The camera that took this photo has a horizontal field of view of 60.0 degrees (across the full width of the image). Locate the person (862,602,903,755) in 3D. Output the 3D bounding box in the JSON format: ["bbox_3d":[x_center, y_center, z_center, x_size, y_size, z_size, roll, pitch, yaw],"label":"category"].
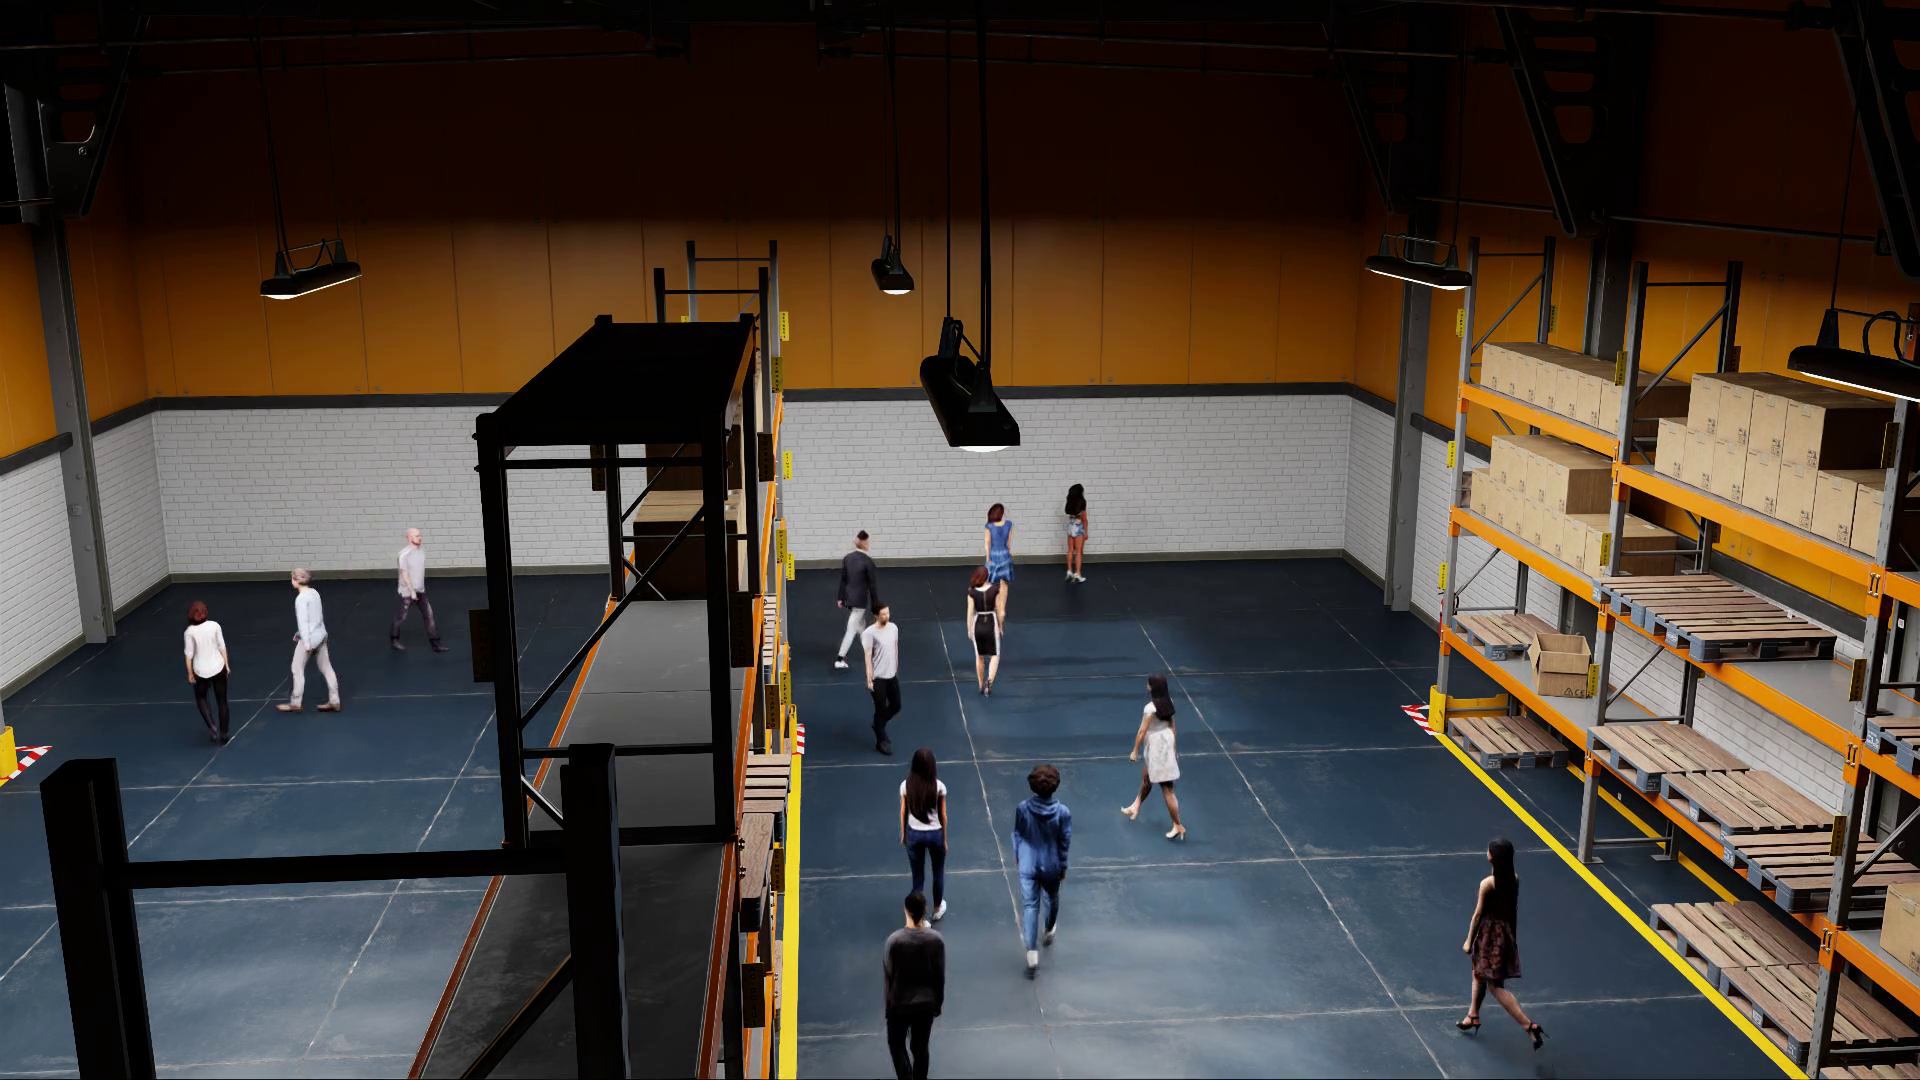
[{"bbox_3d":[-0.979,1.604,19.680,0.833,1.848,0.890,-12,18,-40],"label":"person"}]

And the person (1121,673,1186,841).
[{"bbox_3d":[2.129,2.273,17.168,1.148,1.731,1.064,12,18,40],"label":"person"}]

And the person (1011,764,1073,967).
[{"bbox_3d":[0.694,2.867,14.598,0.803,1.785,1.178,1,14,4],"label":"person"}]

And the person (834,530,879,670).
[{"bbox_3d":[-1.488,0.843,22.712,1.282,1.900,1.318,10,17,36],"label":"person"}]

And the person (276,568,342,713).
[{"bbox_3d":[-8.080,1.283,20.998,0.844,1.853,0.988,1,14,4],"label":"person"}]

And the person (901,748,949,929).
[{"bbox_3d":[-0.331,2.766,15.073,0.728,1.759,0.893,2,14,9],"label":"person"}]

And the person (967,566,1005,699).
[{"bbox_3d":[0.340,1.219,21.406,0.701,1.784,0.937,1,14,3],"label":"person"}]

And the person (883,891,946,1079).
[{"bbox_3d":[-0.340,3.454,12.250,0.666,1.750,0.763,-3,14,-12],"label":"person"}]

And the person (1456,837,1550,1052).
[{"bbox_3d":[4.288,3.239,13.143,1.013,1.747,1.181,-11,17,-37],"label":"person"}]

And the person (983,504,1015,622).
[{"bbox_3d":[0.608,0.364,24.939,0.726,1.783,0.831,-4,14,-17],"label":"person"}]

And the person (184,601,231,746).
[{"bbox_3d":[-8.922,1.617,19.773,0.773,1.780,0.807,-7,15,-27],"label":"person"}]

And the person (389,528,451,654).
[{"bbox_3d":[-7.783,0.736,23.404,1.190,1.783,1.265,8,16,28],"label":"person"}]

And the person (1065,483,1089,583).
[{"bbox_3d":[1.915,-0.127,27.306,0.726,1.623,0.638,-9,16,-33],"label":"person"}]
